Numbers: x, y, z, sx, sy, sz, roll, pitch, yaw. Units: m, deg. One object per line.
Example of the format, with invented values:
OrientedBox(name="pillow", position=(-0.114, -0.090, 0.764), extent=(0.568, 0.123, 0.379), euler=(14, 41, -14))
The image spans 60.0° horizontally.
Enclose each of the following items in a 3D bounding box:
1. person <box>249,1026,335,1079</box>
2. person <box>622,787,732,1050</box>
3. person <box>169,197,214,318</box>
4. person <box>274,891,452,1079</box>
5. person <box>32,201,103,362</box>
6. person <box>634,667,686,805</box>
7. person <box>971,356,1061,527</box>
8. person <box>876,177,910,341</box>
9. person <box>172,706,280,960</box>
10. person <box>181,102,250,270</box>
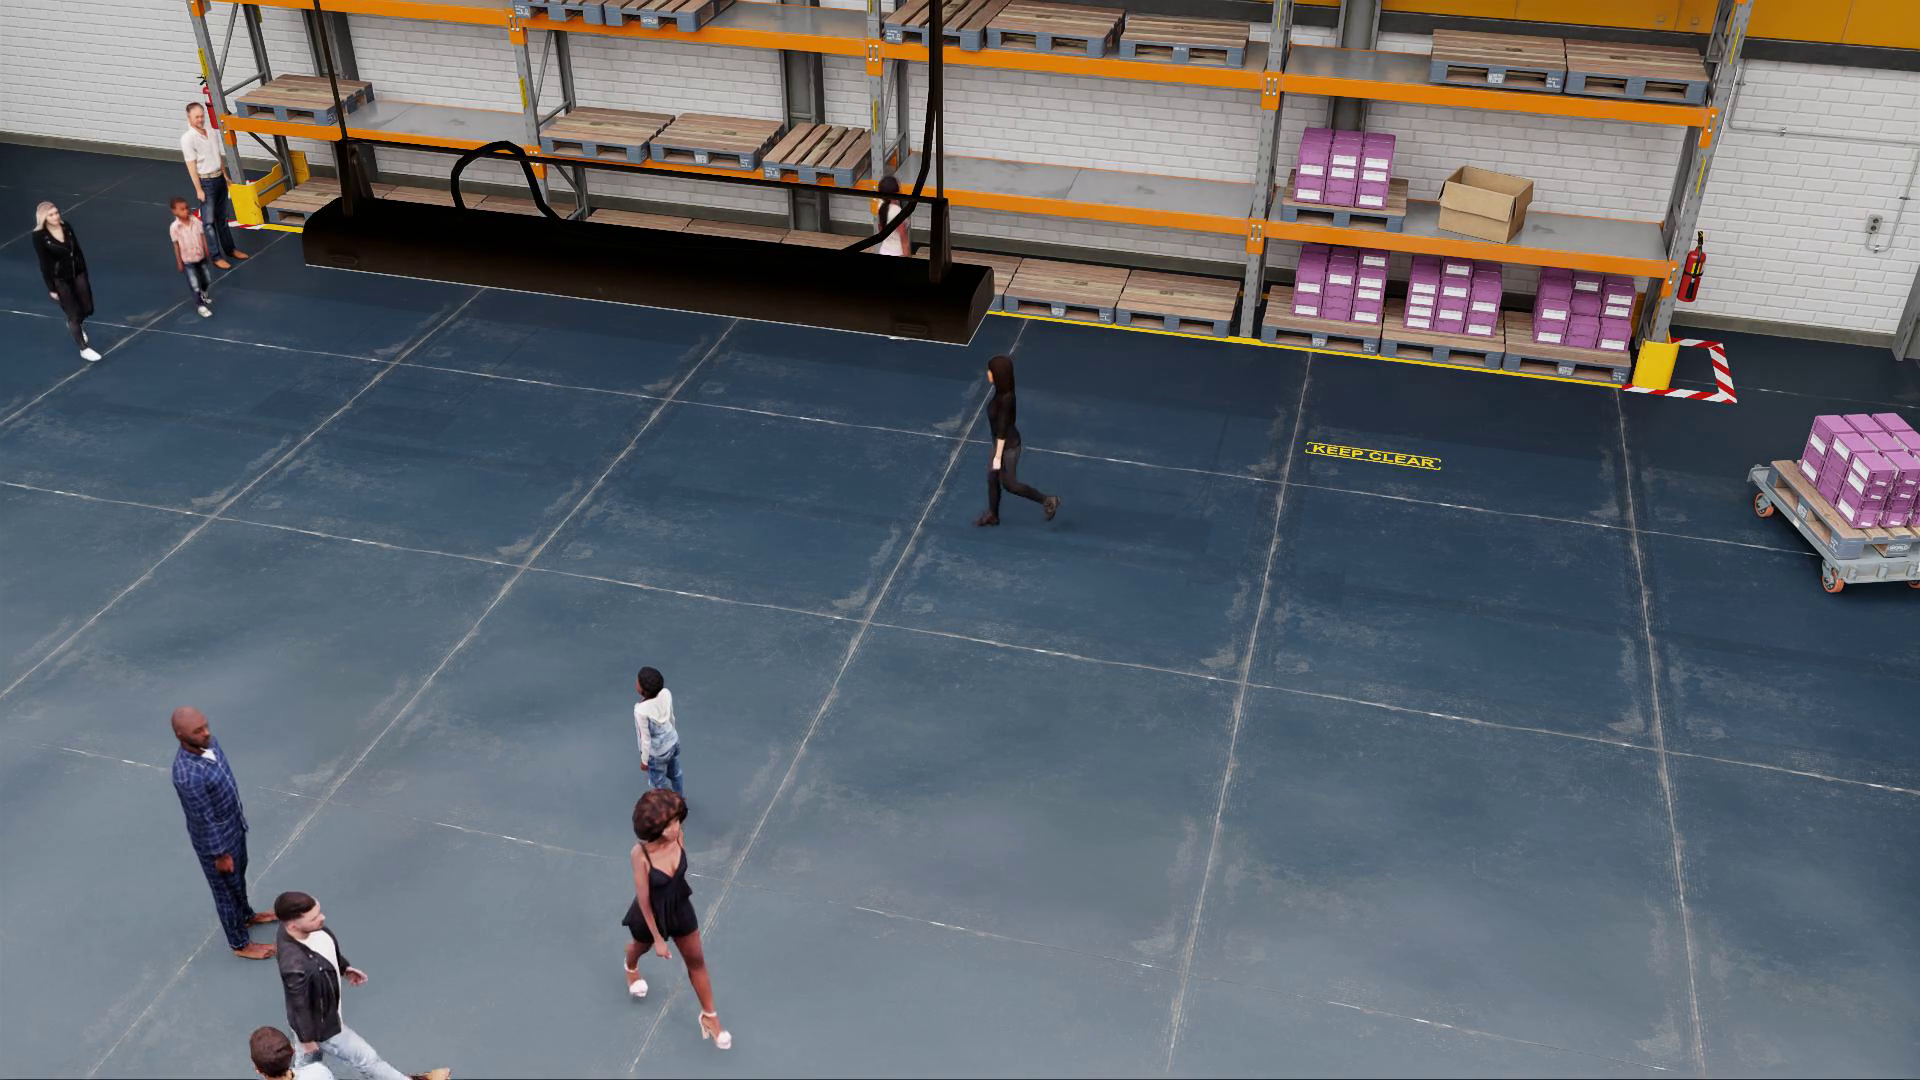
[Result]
OrientedBox(name="person", position=(-3.068, 3.078, 7.960), extent=(1.030, 1.827, 0.907), euler=(28, 43, 35))
OrientedBox(name="person", position=(-1.766, 2.106, 9.504), extent=(1.174, 1.736, 0.932), euler=(29, 43, 36))
OrientedBox(name="person", position=(-8.164, -3.028, 17.624), extent=(0.694, 1.298, 0.777), euler=(-27, 42, -34))
OrientedBox(name="person", position=(-3.486, 2.542, 8.796), extent=(1.190, 1.794, 1.077), euler=(-14, 36, -20))
OrientedBox(name="person", position=(-9.000, -2.611, 16.663), extent=(0.884, 1.667, 0.782), euler=(22, 39, 29))
OrientedBox(name="person", position=(-2.004, 1.358, 11.059), extent=(0.571, 1.260, 0.540), euler=(21, 39, 28))
OrientedBox(name="person", position=(0.465, -0.783, 13.957), extent=(1.052, 1.617, 0.816), euler=(-4, 34, -6))
OrientedBox(name="person", position=(-0.688, -2.885, 17.011), extent=(0.790, 1.738, 0.708), euler=(-20, 38, -27))
OrientedBox(name="person", position=(-4.458, 1.735, 9.989), extent=(0.750, 1.817, 0.749), euler=(-6, 34, -9))
OrientedBox(name="person", position=(-8.395, -3.991, 18.573), extent=(0.618, 1.850, 0.688), euler=(13, 36, 19))
